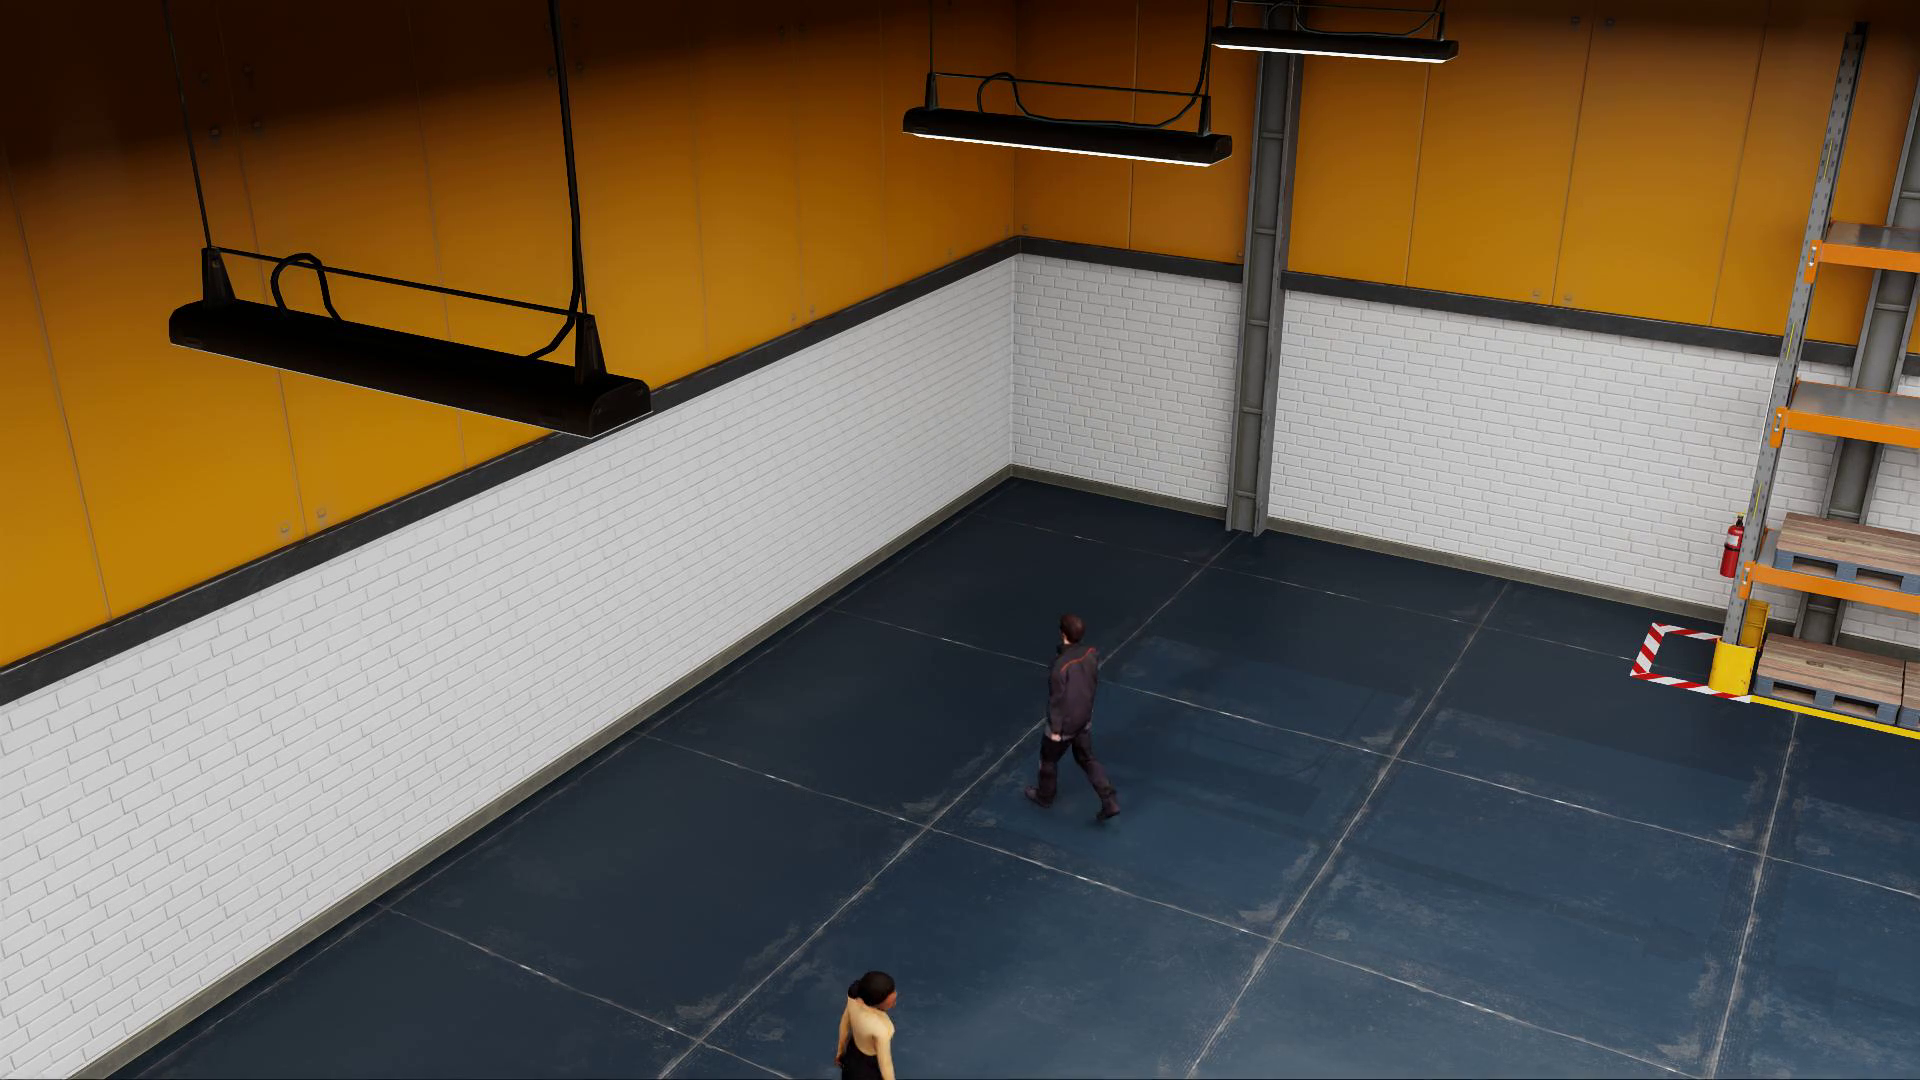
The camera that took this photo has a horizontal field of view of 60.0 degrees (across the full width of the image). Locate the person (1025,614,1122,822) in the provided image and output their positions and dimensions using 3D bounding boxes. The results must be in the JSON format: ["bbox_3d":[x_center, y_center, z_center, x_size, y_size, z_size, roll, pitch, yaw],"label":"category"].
[{"bbox_3d":[0.961,1.477,13.421,0.937,1.807,1.233,-21,31,-39],"label":"person"}]

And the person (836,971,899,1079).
[{"bbox_3d":[-0.614,3.153,9.810,0.597,1.628,0.785,19,30,37],"label":"person"}]
